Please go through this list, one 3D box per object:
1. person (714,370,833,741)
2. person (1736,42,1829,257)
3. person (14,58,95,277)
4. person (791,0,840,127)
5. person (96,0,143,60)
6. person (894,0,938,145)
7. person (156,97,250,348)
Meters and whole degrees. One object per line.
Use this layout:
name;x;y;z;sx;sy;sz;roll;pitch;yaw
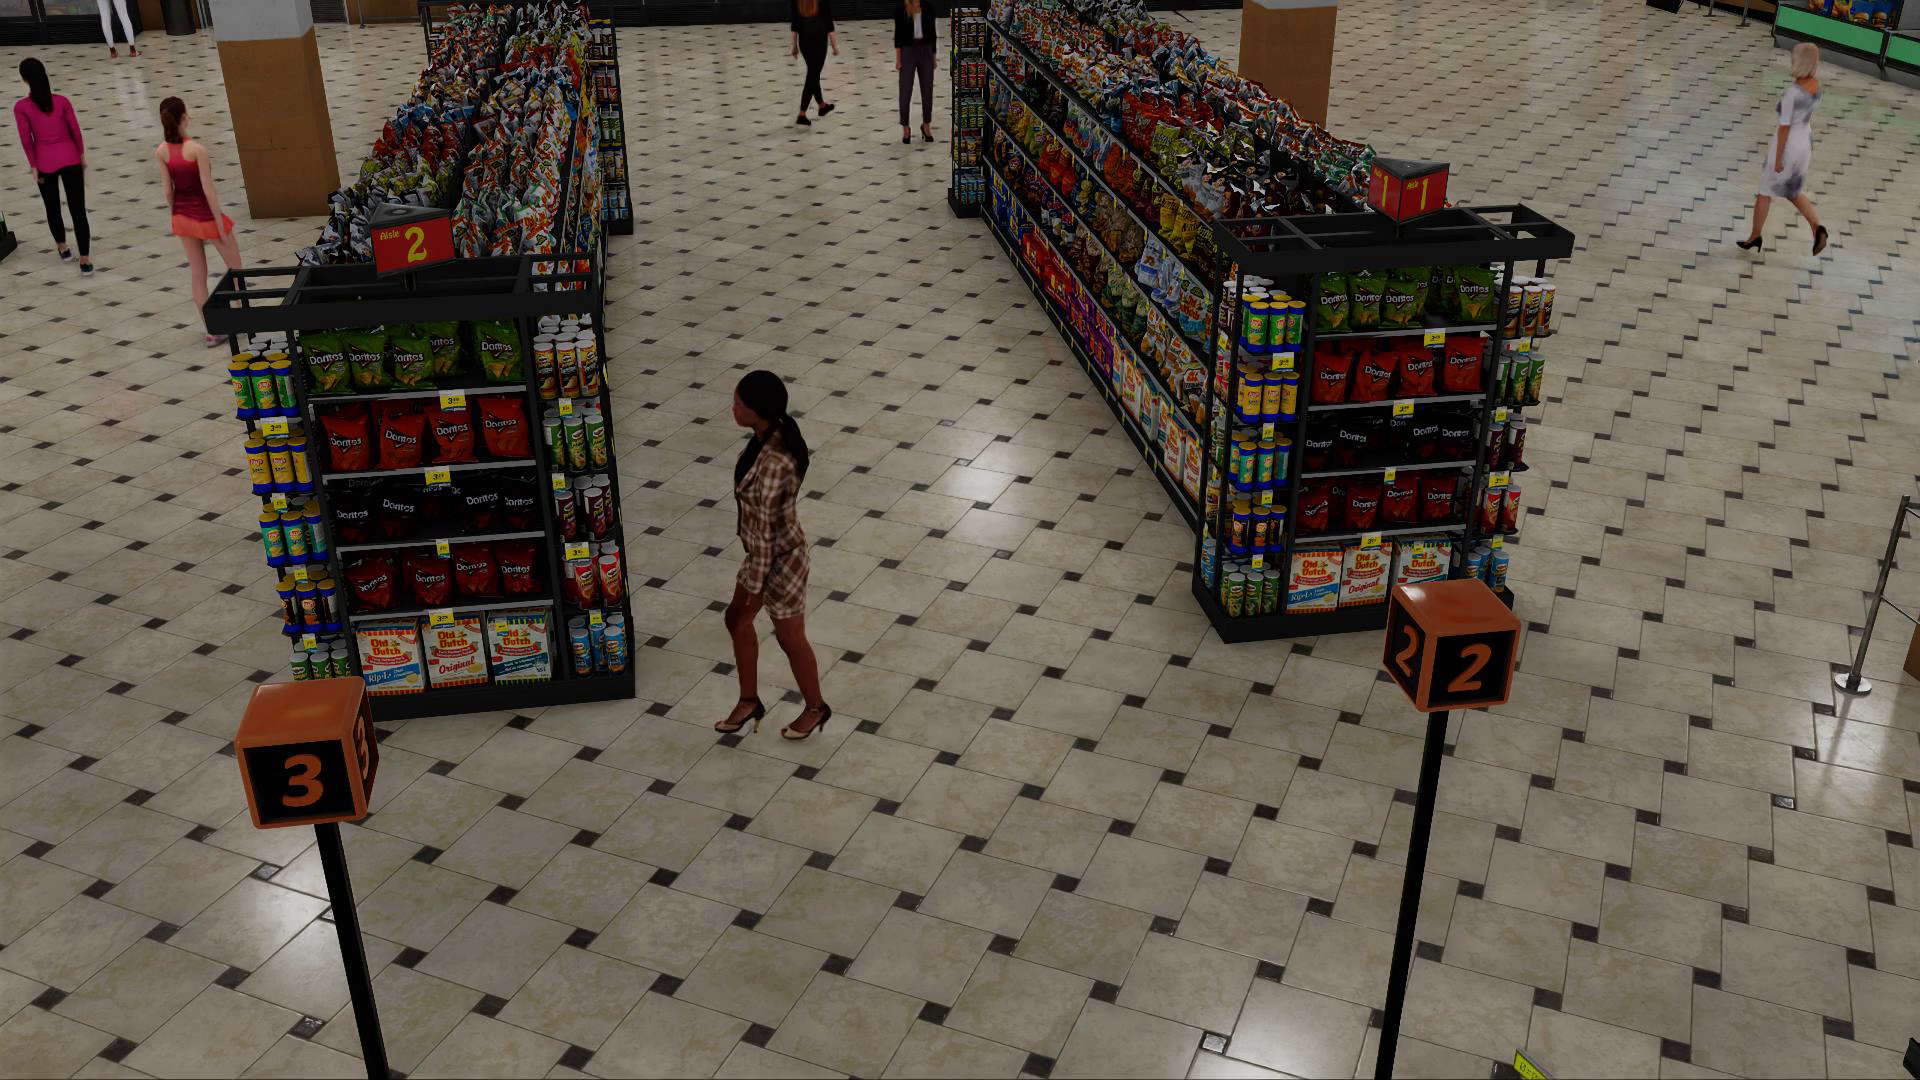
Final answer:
person;-0.697;0.113;7.062;0.663;1.772;0.673;-4;27;-8
person;6.805;-3.118;13.484;0.724;1.726;1.053;-12;29;-22
person;-7.106;-2.911;13.137;0.757;1.671;1.012;-13;29;-23
person;-1.610;-5.246;17.742;1.031;1.670;1.225;11;29;20
person;-10.911;-7.074;21.289;0.624;1.723;0.536;-8;28;-16
person;-0.446;-4.954;17.167;0.617;1.670;0.552;-8;28;-16
person;-5.367;-2.197;11.653;0.707;1.740;0.842;3;27;5
